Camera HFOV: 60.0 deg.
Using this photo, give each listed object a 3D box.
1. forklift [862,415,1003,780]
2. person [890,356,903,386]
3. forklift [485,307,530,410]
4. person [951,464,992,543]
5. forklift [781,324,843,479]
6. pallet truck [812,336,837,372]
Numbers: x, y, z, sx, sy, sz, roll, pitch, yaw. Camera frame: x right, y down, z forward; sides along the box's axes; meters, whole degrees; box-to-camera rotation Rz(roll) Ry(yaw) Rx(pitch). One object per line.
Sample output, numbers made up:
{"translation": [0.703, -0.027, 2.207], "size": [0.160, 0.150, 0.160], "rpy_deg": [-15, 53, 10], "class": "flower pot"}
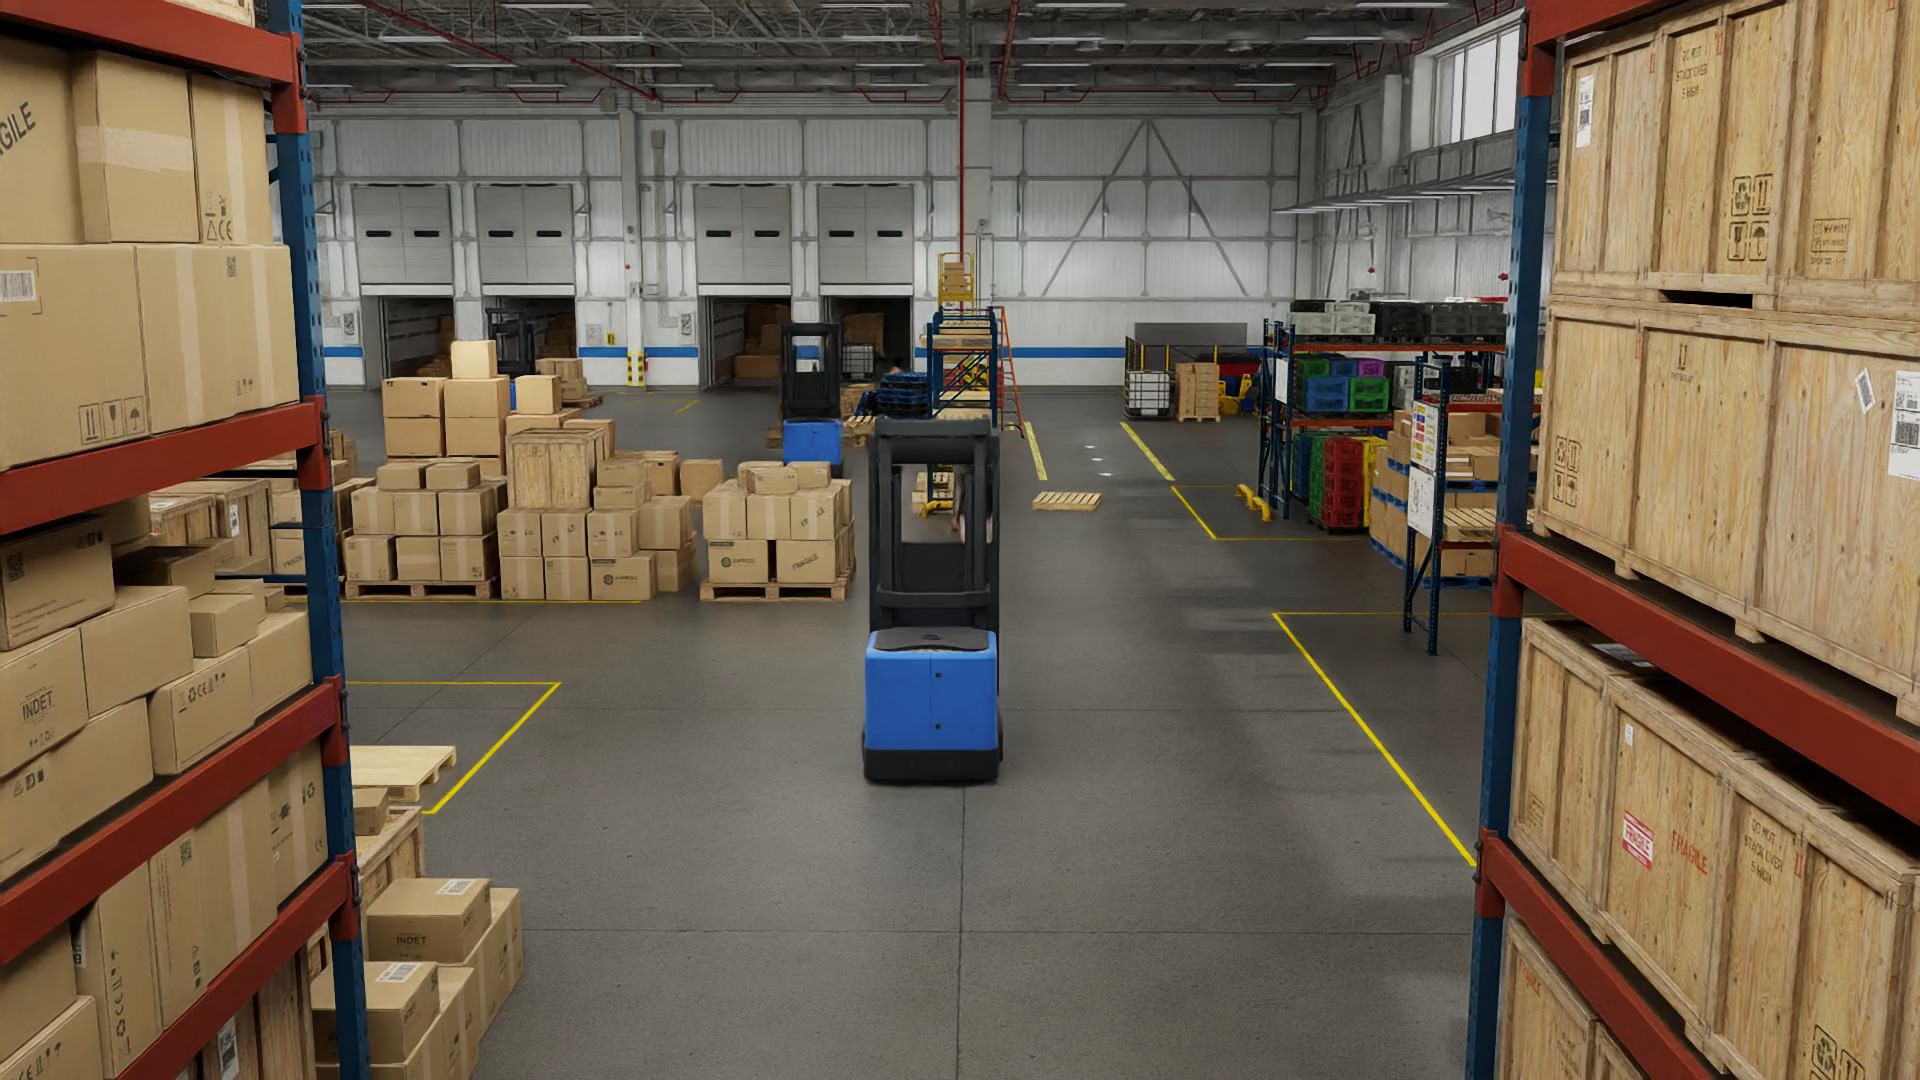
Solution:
{"translation": [-0.217, 0.374, 13.542], "size": [1.129, 2.768, 1.873], "rpy_deg": [0, 10, 1], "class": "forklift"}
{"translation": [-1.542, -3.577, 39.865], "size": [0.860, 1.657, 0.539], "rpy_deg": [-7, 12, -33], "class": "person"}
{"translation": [-10.754, -4.150, 39.646], "size": [1.129, 2.768, 1.873], "rpy_deg": [0, 10, 1], "class": "forklift"}
{"translation": [0.173, -0.344, 20.236], "size": [0.610, 1.996, 0.378], "rpy_deg": [-5, 11, -28], "class": "person"}
{"translation": [-2.741, -2.587, 30.628], "size": [1.129, 2.768, 1.873], "rpy_deg": [-1, 10, -6], "class": "forklift"}
{"translation": [-3.021, -4.312, 43.126], "size": [1.885, 1.965, 0.823], "rpy_deg": [3, 10, 17], "class": "pallet truck"}
